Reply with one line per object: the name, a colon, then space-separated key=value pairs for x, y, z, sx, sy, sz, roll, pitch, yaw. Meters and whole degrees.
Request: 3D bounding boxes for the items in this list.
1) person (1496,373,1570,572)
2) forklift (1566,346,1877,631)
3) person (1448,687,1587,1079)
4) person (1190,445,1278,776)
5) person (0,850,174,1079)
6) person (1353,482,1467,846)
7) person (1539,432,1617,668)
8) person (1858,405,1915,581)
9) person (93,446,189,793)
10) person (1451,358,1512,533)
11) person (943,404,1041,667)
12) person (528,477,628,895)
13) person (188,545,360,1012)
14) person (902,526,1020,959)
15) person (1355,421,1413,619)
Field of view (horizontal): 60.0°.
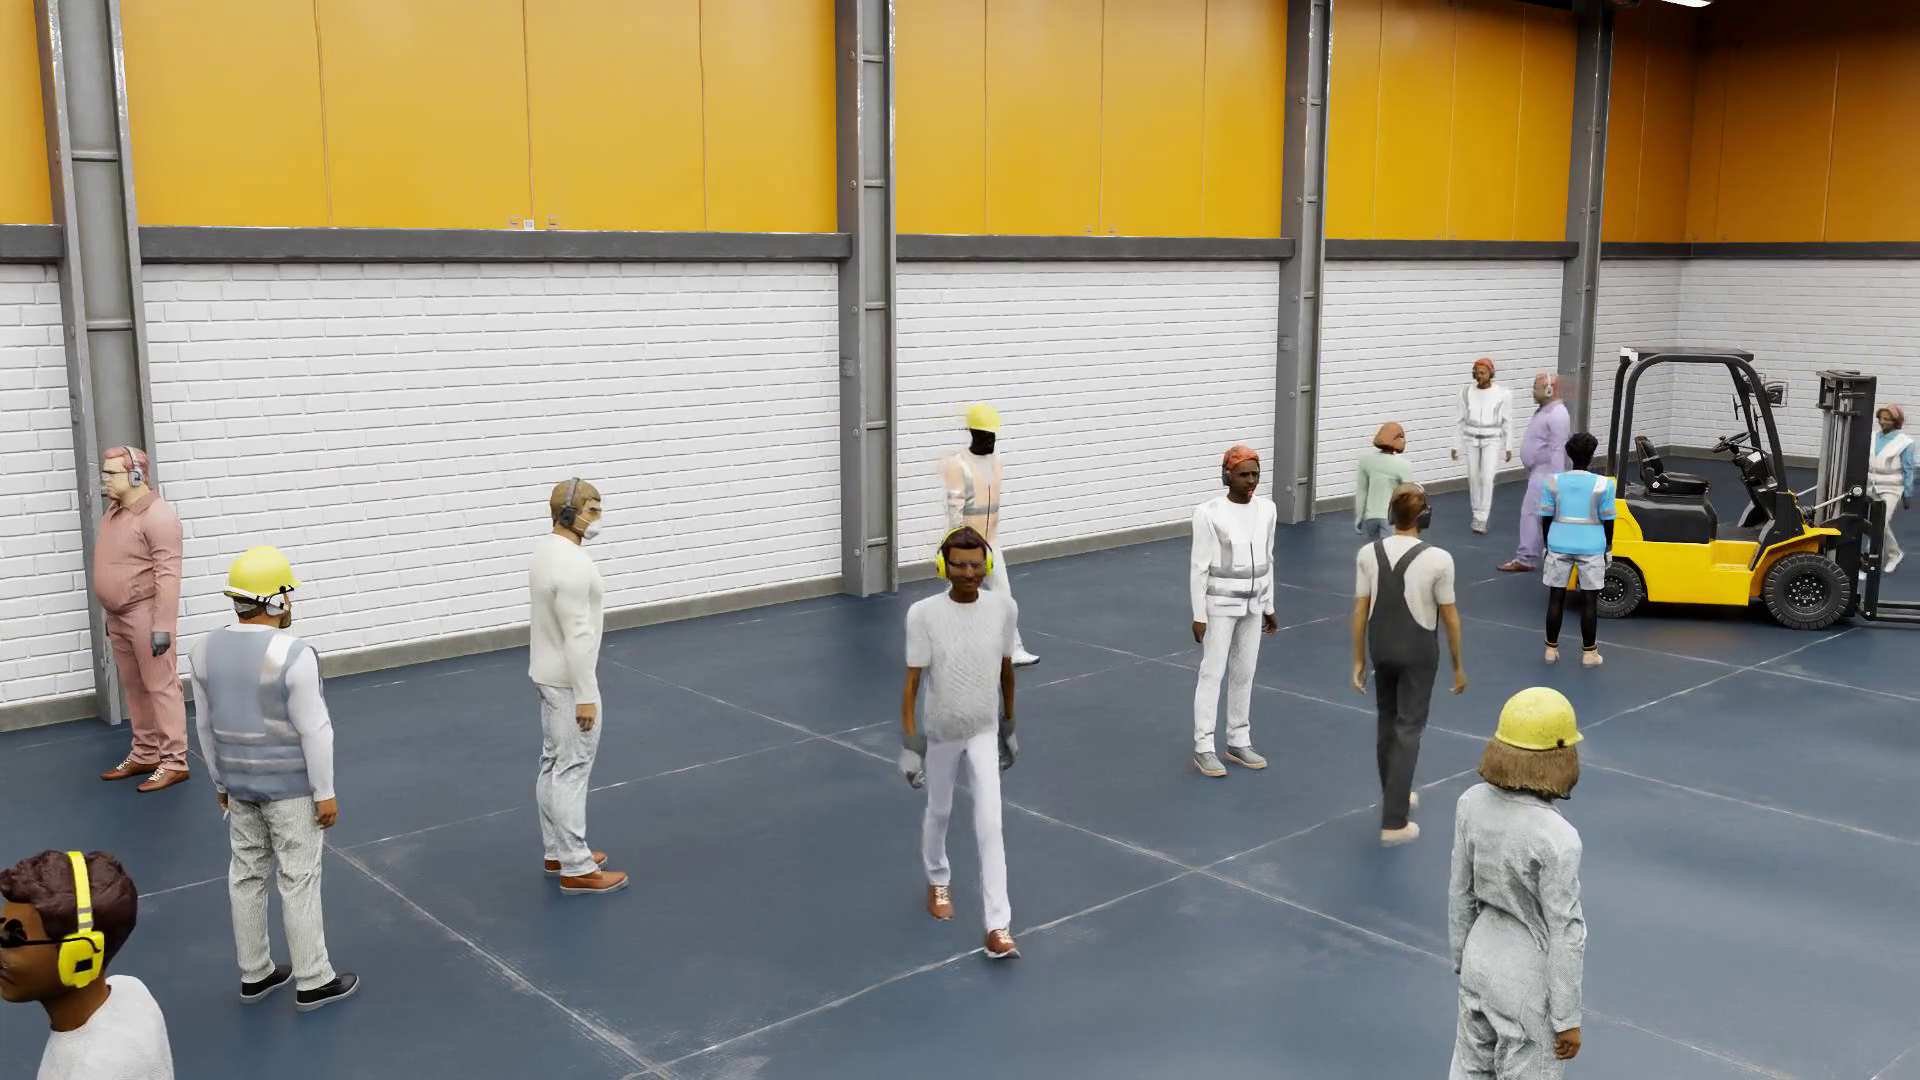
person: x=5.491 y=-0.622 z=15.471 sx=0.817 sy=1.877 sz=0.646 roll=1 pitch=10 yaw=8
forklift: x=6.109 y=-0.478 z=13.691 sx=2.313 sy=2.155 sz=1.214 roll=3 pitch=10 yaw=16
person: x=1.608 y=1.271 z=4.766 sx=0.306 sy=1.742 sz=0.494 roll=-4 pitch=10 yaw=-21
person: x=1.563 y=0.396 z=9.478 sx=0.585 sy=1.882 sz=0.337 roll=-5 pitch=11 yaw=-29
person: x=-1.630 y=1.482 z=3.158 sx=0.325 sy=1.874 sz=0.524 roll=-4 pitch=11 yaw=-24
person: x=2.280 y=0.611 z=8.446 sx=0.521 sy=1.840 sz=0.567 roll=9 pitch=13 yaw=42
person: x=4.425 y=0.070 z=11.935 sx=0.533 sy=1.697 sz=0.318 roll=6 pitch=11 yaw=32
person: x=8.496 y=-0.451 z=15.261 sx=0.822 sy=1.602 sz=0.512 roll=-4 pitch=11 yaw=-23
person: x=-4.559 y=0.430 z=9.214 sx=0.643 sy=1.909 sz=0.410 roll=7 pitch=12 yaw=36
person: x=5.529 y=-0.995 z=17.723 sx=0.604 sy=1.849 sz=0.842 roll=5 pitch=11 yaw=29
person: x=0.189 y=-0.004 z=11.790 sx=0.603 sy=1.893 sz=0.885 roll=-9 pitch=13 yaw=-42
person: x=-1.809 y=0.669 z=7.738 sx=0.376 sy=1.934 sz=0.629 roll=-5 pitch=11 yaw=-25
person: x=-2.675 y=0.930 z=6.502 sx=0.588 sy=1.834 sz=0.403 roll=3 pitch=10 yaw=19
person: x=0.012 y=0.838 z=7.092 sx=0.560 sy=1.813 sz=0.987 roll=-2 pitch=10 yaw=-13
person: x=3.470 y=-0.158 z=13.521 sx=0.470 sy=1.626 sz=0.522 roll=-8 pitch=12 yaw=-39
